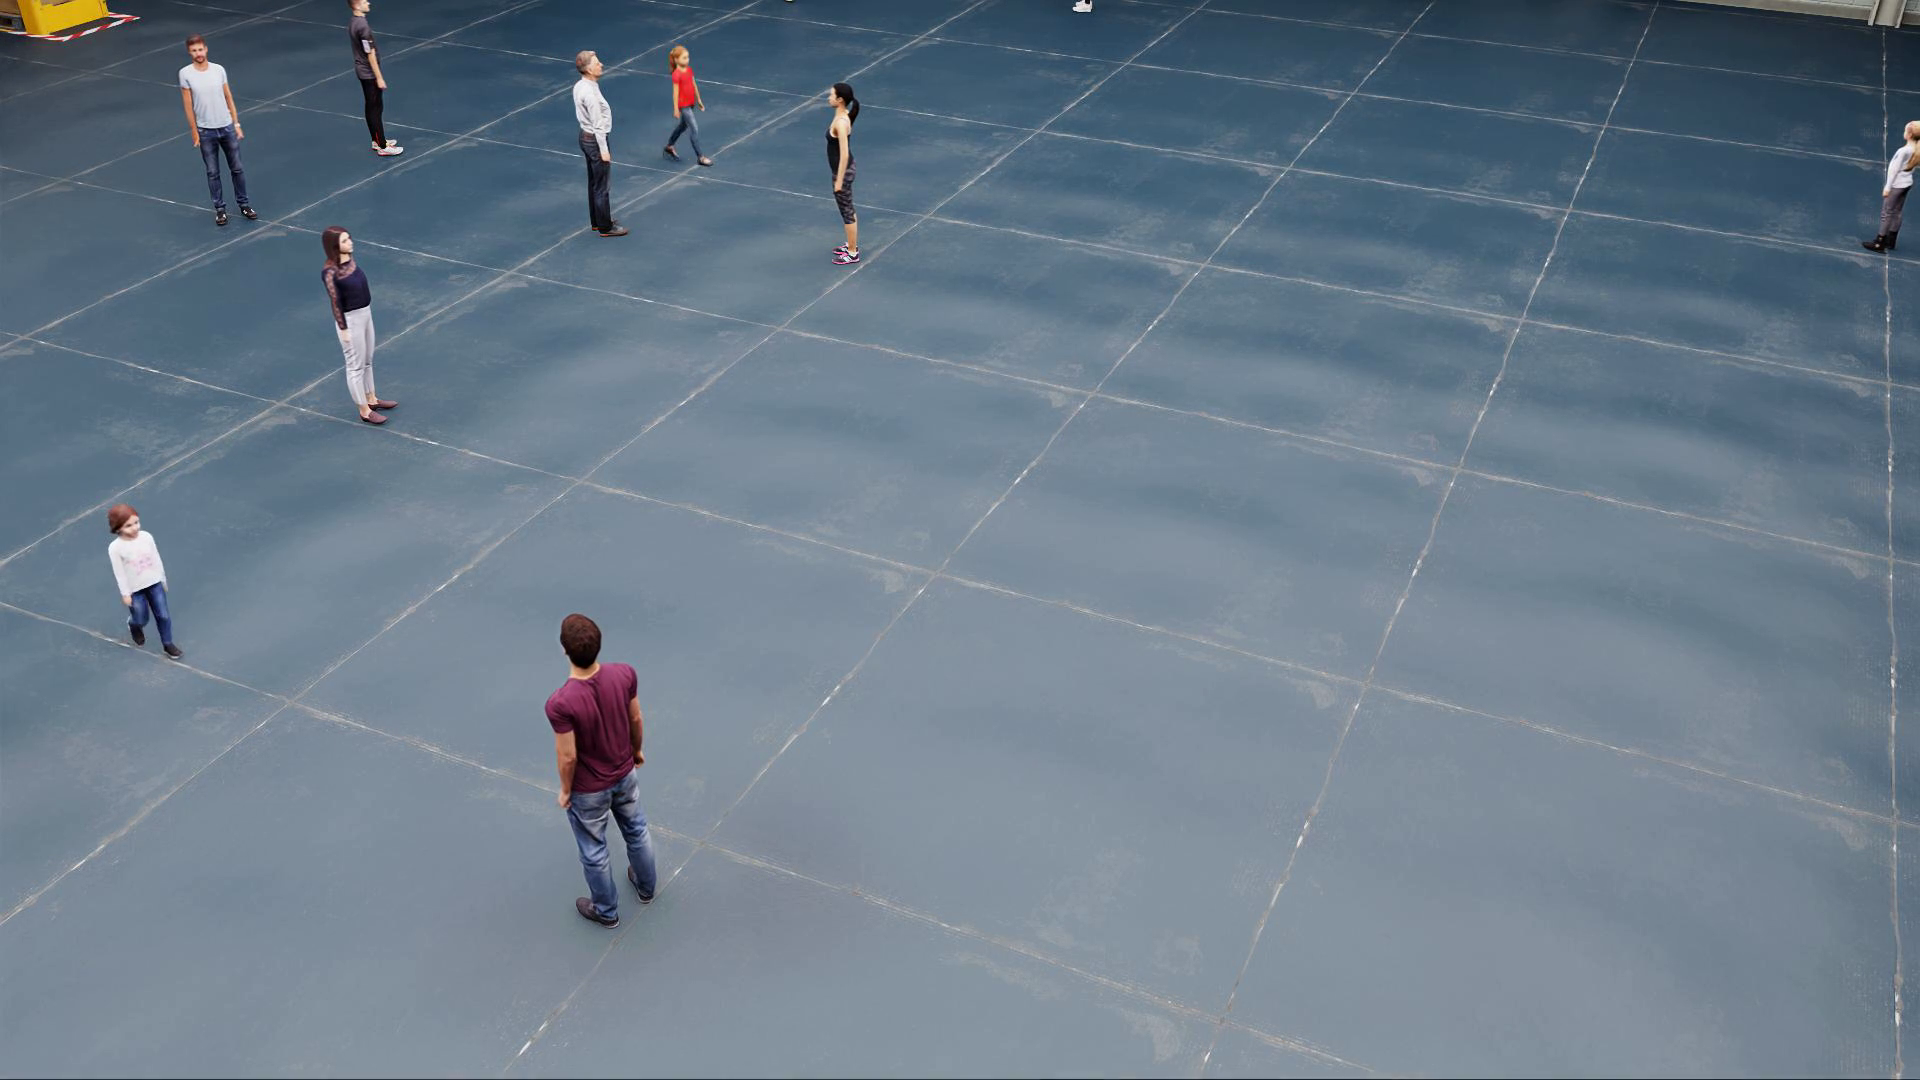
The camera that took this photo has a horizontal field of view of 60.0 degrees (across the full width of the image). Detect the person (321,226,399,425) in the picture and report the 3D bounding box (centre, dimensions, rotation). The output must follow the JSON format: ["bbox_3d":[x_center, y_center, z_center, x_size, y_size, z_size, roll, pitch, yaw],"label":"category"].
[{"bbox_3d":[-4.747,-1.702,13.081,0.663,1.607,0.674,1,32,2],"label":"person"}]

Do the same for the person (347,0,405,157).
[{"bbox_3d":[-6.548,-5.175,18.439,0.785,1.764,0.703,-15,35,-22],"label":"person"}]

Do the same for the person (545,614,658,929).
[{"bbox_3d":[-1.795,1.153,8.322,0.728,1.855,0.684,-28,42,-37],"label":"person"}]

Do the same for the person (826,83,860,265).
[{"bbox_3d":[-1.095,-3.485,15.792,0.667,1.730,0.655,0,32,0],"label":"person"}]

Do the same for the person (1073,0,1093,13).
[{"bbox_3d":[1.788,-8.394,23.562,0.566,1.742,0.618,9,33,14],"label":"person"}]

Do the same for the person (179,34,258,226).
[{"bbox_3d":[-7.472,-4.131,16.689,0.719,1.865,0.739,-18,36,-26],"label":"person"}]

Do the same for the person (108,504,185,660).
[{"bbox_3d":[-5.174,0.252,10.455,0.680,1.104,0.538,24,40,33],"label":"person"}]

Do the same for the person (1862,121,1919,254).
[{"bbox_3d":[9.117,-3.432,16.132,0.563,1.277,0.606,-19,37,-28],"label":"person"}]

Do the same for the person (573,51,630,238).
[{"bbox_3d":[-3.592,-3.917,16.393,0.798,1.820,0.709,-15,35,-23],"label":"person"}]

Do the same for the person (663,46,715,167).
[{"bbox_3d":[-3.062,-4.771,18.242,0.907,1.290,0.510,12,34,18],"label":"person"}]
